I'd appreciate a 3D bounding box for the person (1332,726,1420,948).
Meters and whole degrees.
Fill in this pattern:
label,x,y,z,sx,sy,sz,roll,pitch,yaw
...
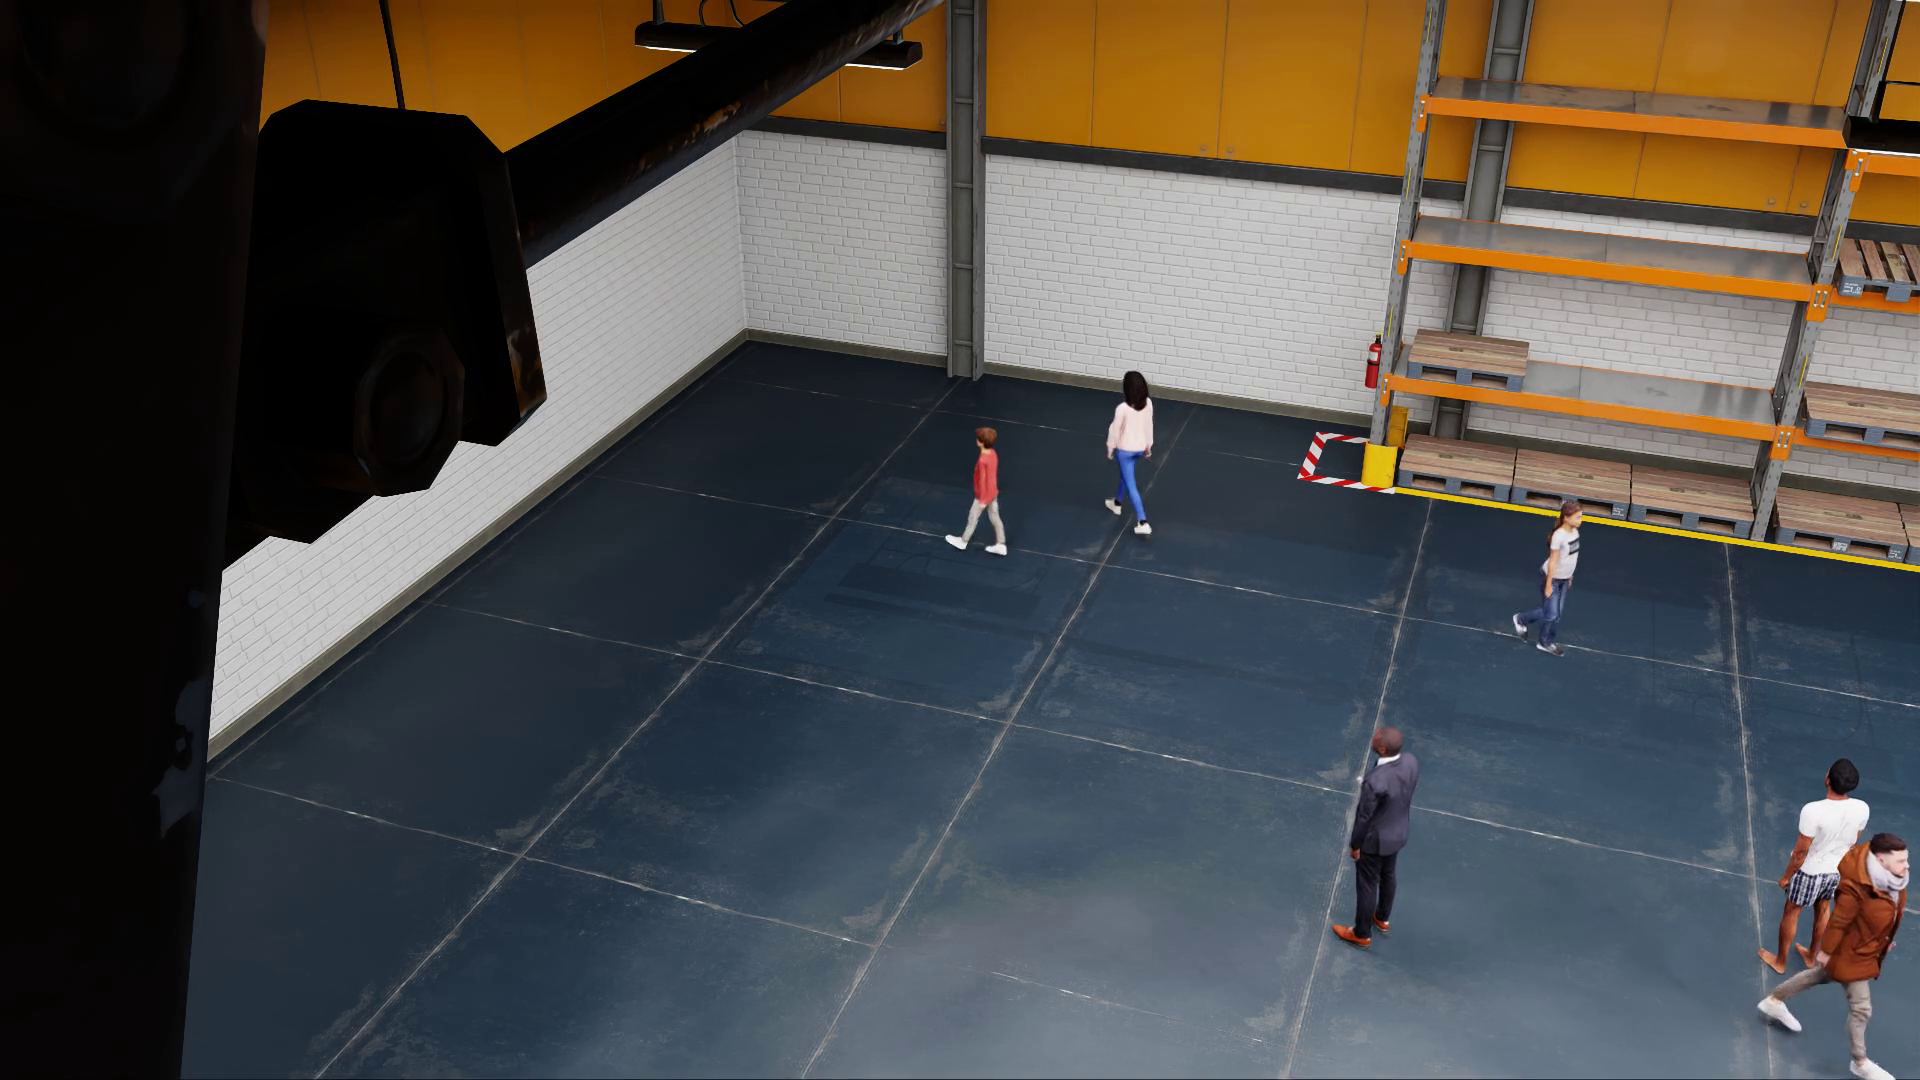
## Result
label,x,y,z,sx,sy,sz,roll,pitch,yaw
person,2.961,2.084,11.707,0.798,1.820,0.815,-20,34,-32

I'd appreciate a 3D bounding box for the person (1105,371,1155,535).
label,x,y,z,sx,sy,sz,roll,pitch,yaw
person,1.809,-0.871,17.220,1.113,1.729,1.210,-14,32,-25

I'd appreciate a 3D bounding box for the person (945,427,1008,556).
label,x,y,z,sx,sy,sz,roll,pitch,yaw
person,0.329,-0.459,16.817,0.892,1.392,0.607,14,31,23

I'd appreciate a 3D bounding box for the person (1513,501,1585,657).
label,x,y,z,sx,sy,sz,roll,pitch,yaw
person,5.398,0.318,15.221,0.734,1.556,0.844,-22,35,-34

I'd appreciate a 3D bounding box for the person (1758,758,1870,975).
label,x,y,z,sx,sy,sz,roll,pitch,yaw
person,5.917,2.263,11.469,0.627,1.734,0.766,-3,29,-5

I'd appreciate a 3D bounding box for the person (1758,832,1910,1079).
label,x,y,z,sx,sy,sz,roll,pitch,yaw
person,5.692,2.602,10.784,0.997,1.794,1.251,-25,38,-38
